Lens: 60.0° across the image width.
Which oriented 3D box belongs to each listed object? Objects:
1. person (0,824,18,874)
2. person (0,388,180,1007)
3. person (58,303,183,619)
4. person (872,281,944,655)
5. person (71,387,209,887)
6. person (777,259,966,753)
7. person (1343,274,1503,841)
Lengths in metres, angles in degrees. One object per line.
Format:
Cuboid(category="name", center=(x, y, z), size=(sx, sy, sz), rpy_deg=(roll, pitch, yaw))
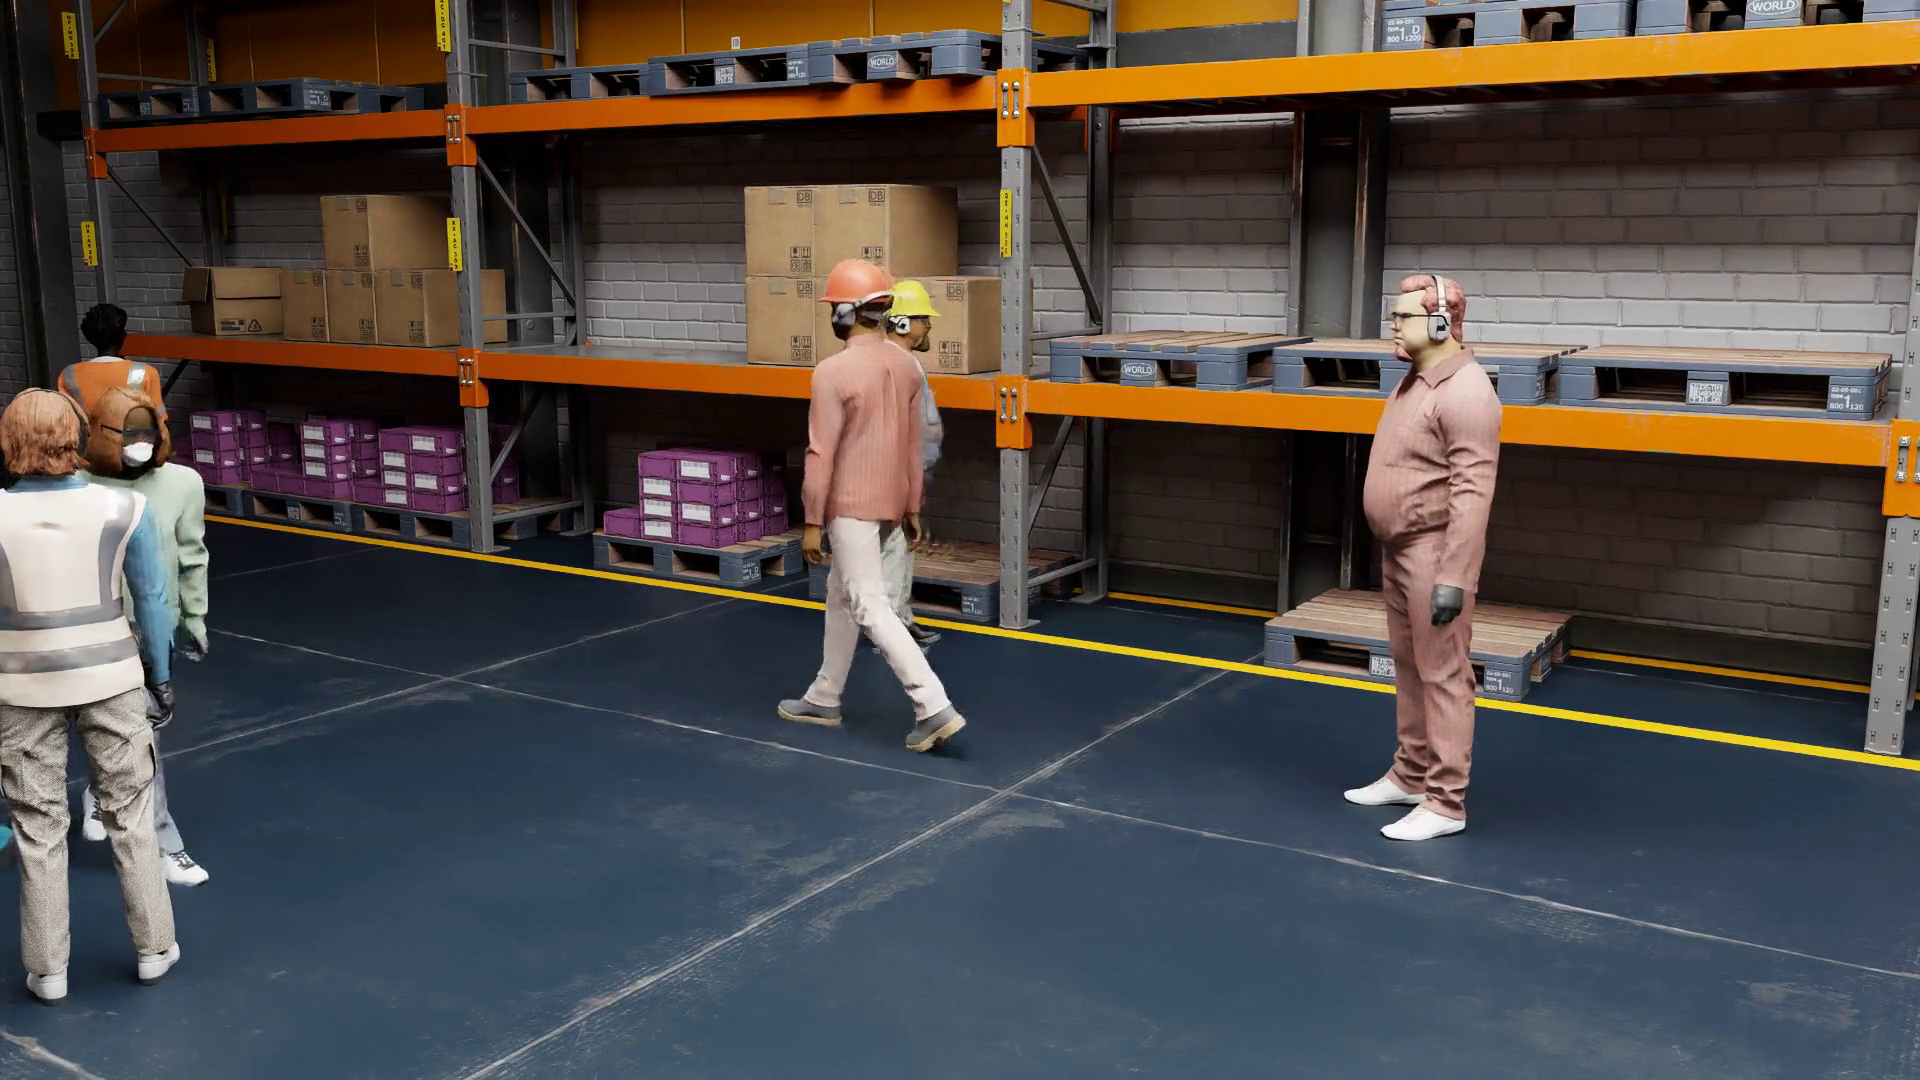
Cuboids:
Cuboid(category="person", center=(-3.157, 0.275, 4.881), size=(0.649, 1.768, 1.009), rpy_deg=(3, 11, 17))
Cuboid(category="person", center=(-2.370, 0.418, 4.428), size=(0.523, 1.638, 0.310), rpy_deg=(-6, 12, -28))
Cuboid(category="person", center=(-4.391, -0.382, 8.696), size=(0.535, 1.698, 0.318), rpy_deg=(-1, 10, -6))
Cuboid(category="person", center=(-0.280, -0.350, 8.182), size=(0.403, 1.828, 0.595), rpy_deg=(1, 10, 8))
Cuboid(category="person", center=(-2.732, 0.276, 5.381), size=(0.836, 1.580, 0.499), rpy_deg=(8, 13, 36))
Cuboid(category="person", center=(-0.355, -0.138, 6.643), size=(0.973, 1.958, 0.623), rpy_deg=(7, 12, 32))
Cuboid(category="person", center=(1.565, 0.063, 5.654), size=(0.399, 1.909, 0.642), rpy_deg=(-1, 10, -3))
